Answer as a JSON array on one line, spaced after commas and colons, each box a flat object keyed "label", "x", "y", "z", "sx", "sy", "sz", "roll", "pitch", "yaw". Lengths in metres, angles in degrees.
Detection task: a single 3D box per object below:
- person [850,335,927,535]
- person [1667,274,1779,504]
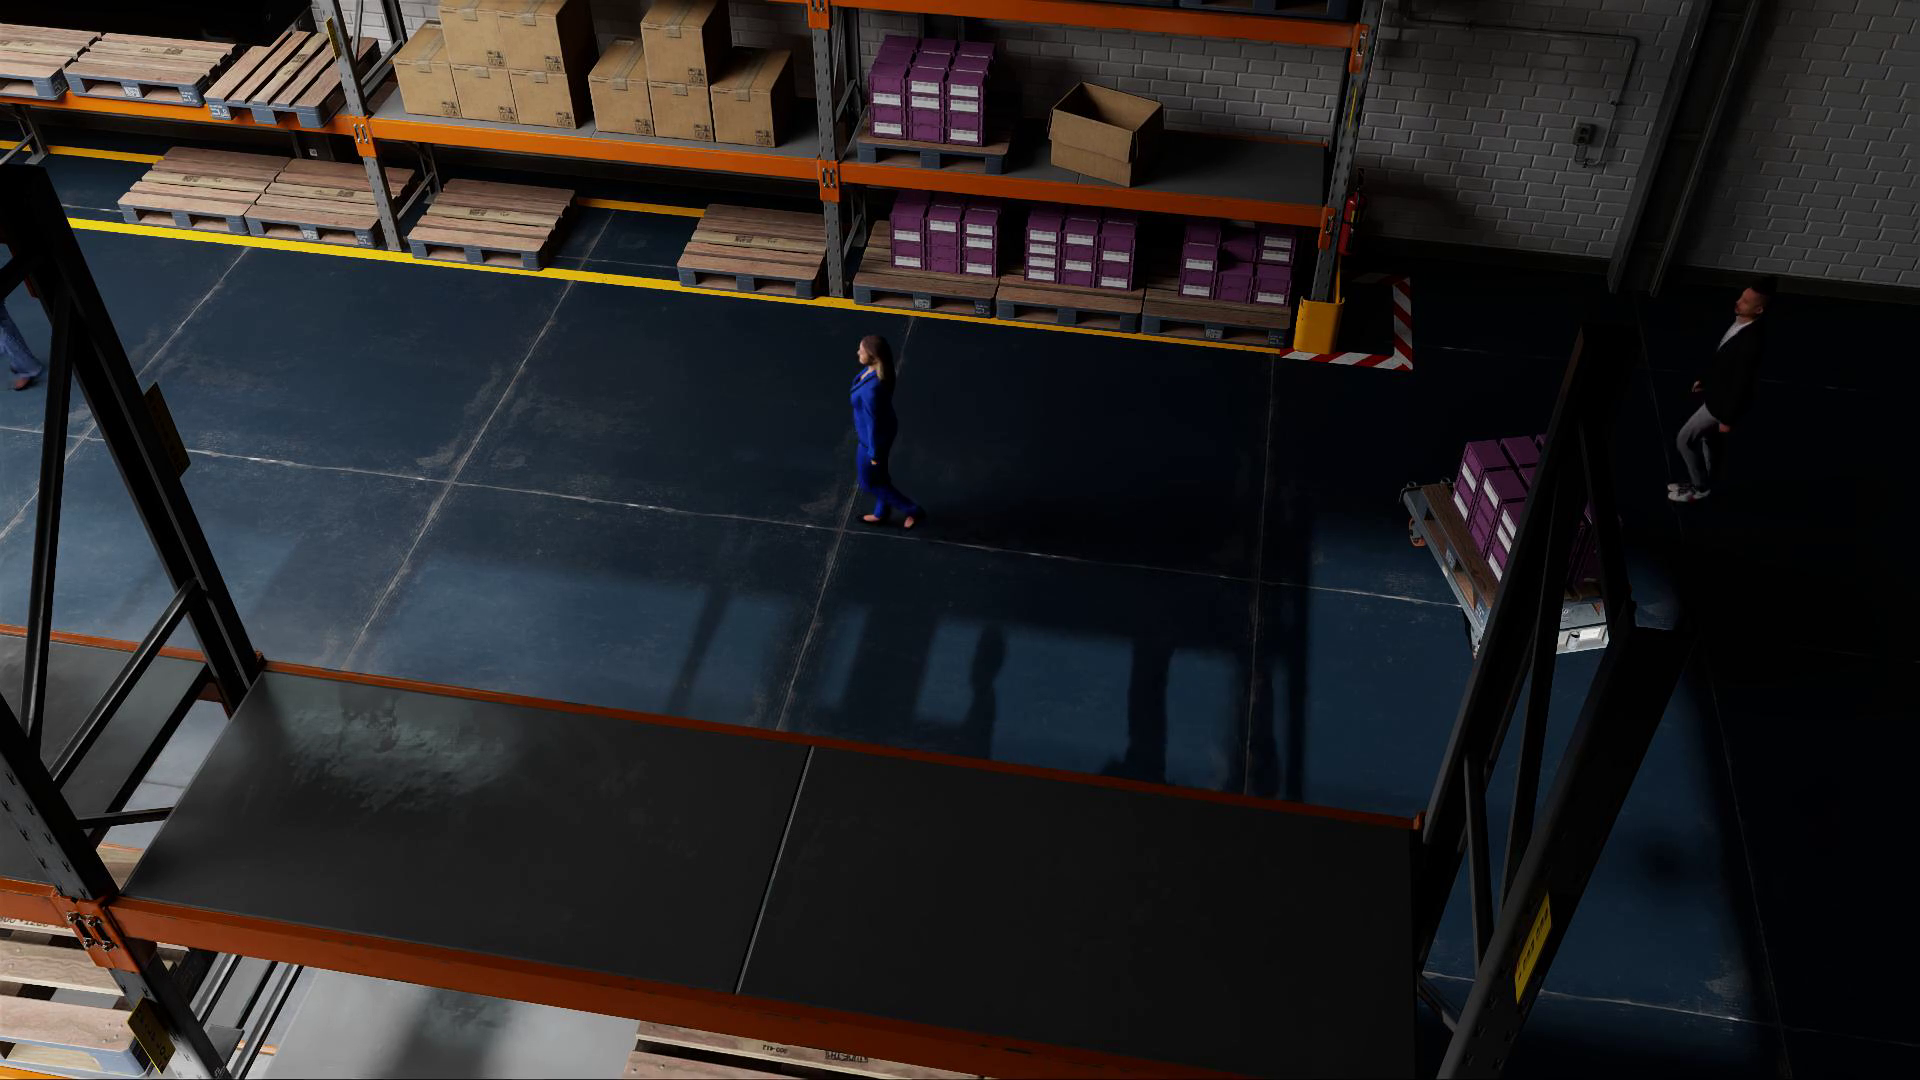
[{"label": "person", "x": -0.476, "y": -0.713, "z": 11.525, "sx": 0.749, "sy": 1.690, "sz": 0.617, "roll": 7, "pitch": 44, "yaw": 7}, {"label": "person", "x": 5.477, "y": -1.006, "z": 11.653, "sx": 0.694, "sy": 1.937, "sz": 0.747, "roll": 13, "pitch": 45, "yaw": 13}]
